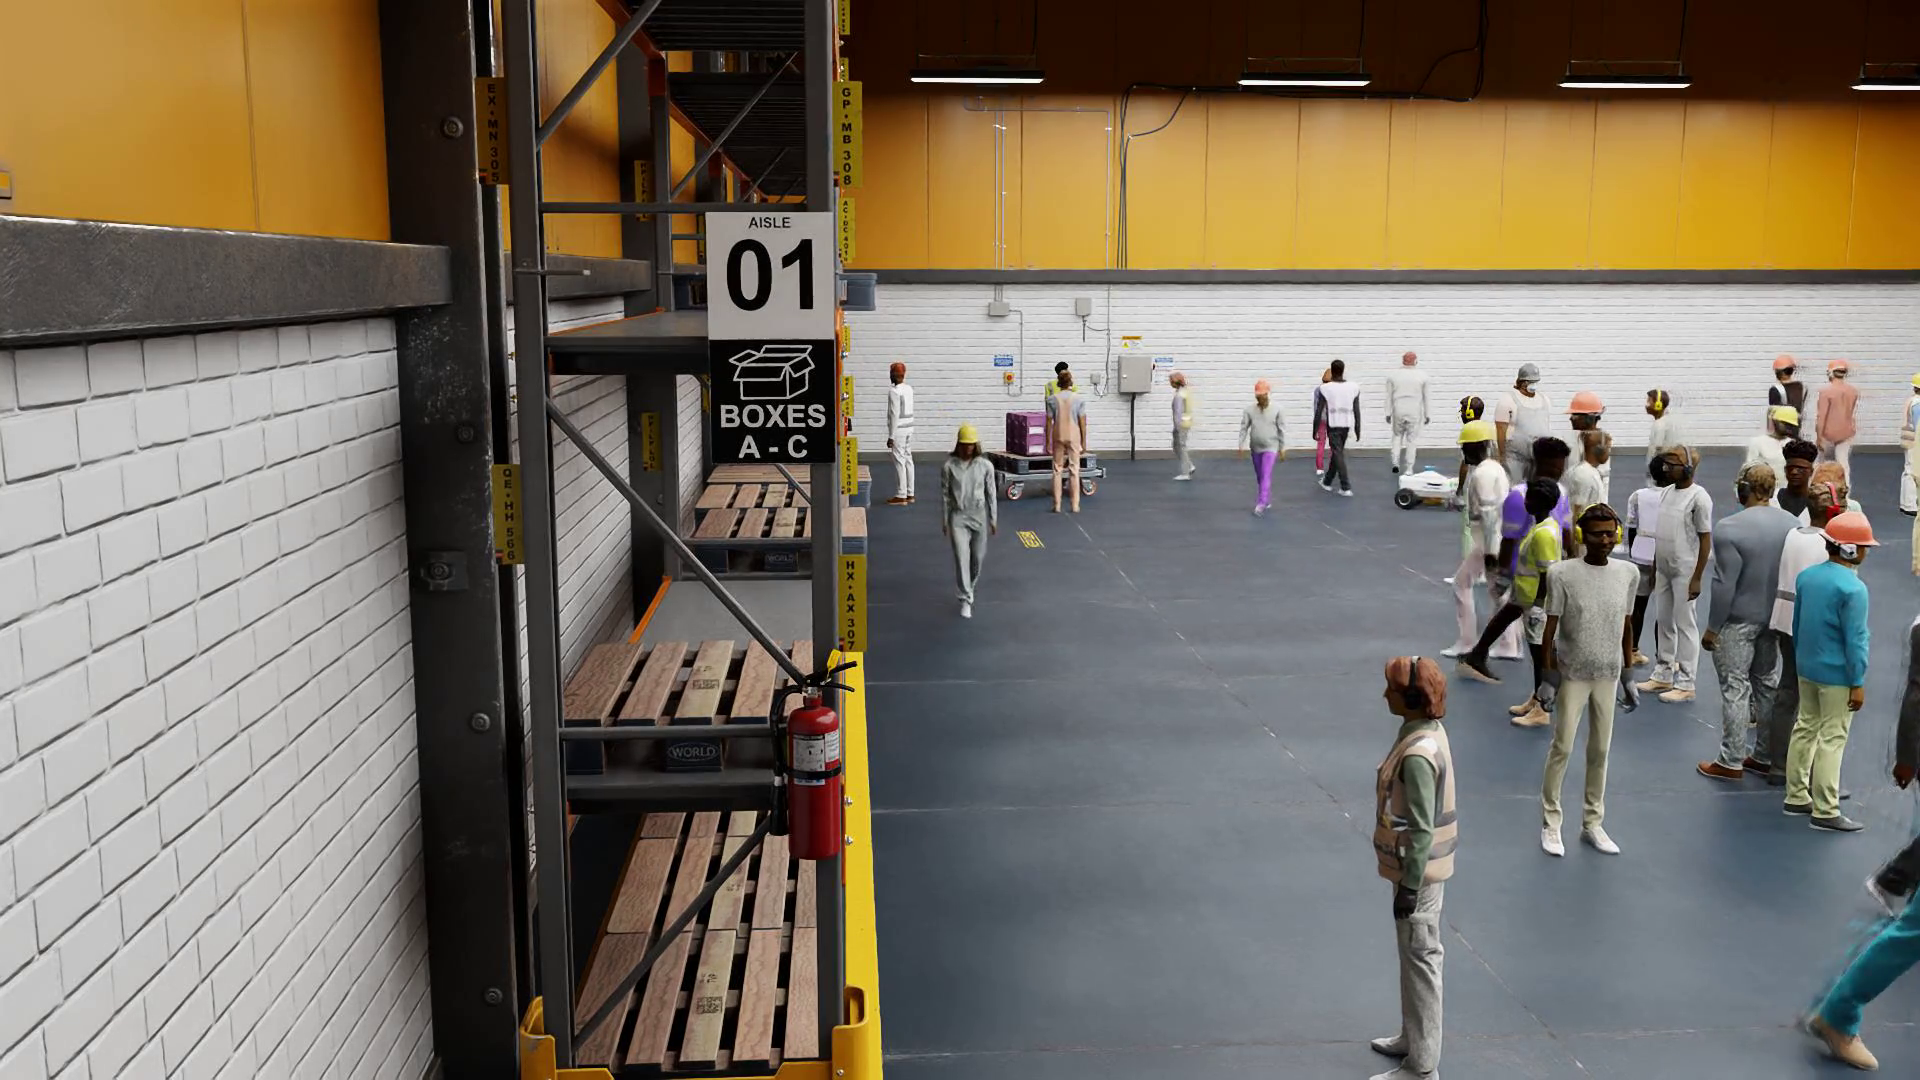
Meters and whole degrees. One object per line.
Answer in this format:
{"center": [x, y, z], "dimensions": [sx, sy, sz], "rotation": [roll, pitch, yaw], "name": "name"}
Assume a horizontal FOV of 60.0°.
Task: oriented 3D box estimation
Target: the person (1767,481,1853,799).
{"center": [4.956, 0.576, 9.705], "dimensions": [0.390, 1.848, 0.563], "rotation": [-2, 9, -10], "name": "person"}

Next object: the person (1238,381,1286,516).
{"center": [3.859, -1.189, 21.252], "dimensions": [0.582, 1.701, 0.912], "rotation": [5, 10, 30], "name": "person"}

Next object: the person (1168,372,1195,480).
{"center": [3.246, -1.674, 24.529], "dimensions": [0.373, 1.612, 0.585], "rotation": [3, 9, 18], "name": "person"}

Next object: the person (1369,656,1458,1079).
{"center": [1.693, 1.235, 6.215], "dimensions": [0.312, 1.639, 0.520], "rotation": [3, 9, 17], "name": "person"}

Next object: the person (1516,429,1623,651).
{"center": [5.002, -0.011, 13.563], "dimensions": [0.855, 1.809, 0.498], "rotation": [3, 10, 20], "name": "person"}

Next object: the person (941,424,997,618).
{"center": [0.074, -0.203, 15.043], "dimensions": [0.496, 1.718, 0.791], "rotation": [-1, 9, -6], "name": "person"}

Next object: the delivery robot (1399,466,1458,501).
{"center": [6.074, -0.715, 21.565], "dimensions": [0.707, 0.478, 0.477], "rotation": [5, 10, 30], "name": "delivery robot"}

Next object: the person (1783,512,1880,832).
{"center": [4.812, 0.711, 9.150], "dimensions": [0.342, 1.748, 0.573], "rotation": [-1, 9, -4], "name": "person"}

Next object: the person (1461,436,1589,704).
{"center": [4.101, 0.182, 12.046], "dimensions": [0.623, 1.913, 1.033], "rotation": [-9, 13, -44], "name": "person"}

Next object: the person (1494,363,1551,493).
{"center": [6.504, -1.014, 19.081], "dimensions": [0.683, 2.000, 0.537], "rotation": [-2, 9, -15], "name": "person"}

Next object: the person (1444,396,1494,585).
{"center": [5.018, -0.480, 16.312], "dimensions": [0.509, 1.860, 0.333], "rotation": [-8, 12, -41], "name": "person"}

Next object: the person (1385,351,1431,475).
{"center": [6.810, -1.923, 25.285], "dimensions": [0.660, 1.888, 0.567], "rotation": [4, 10, 24], "name": "person"}

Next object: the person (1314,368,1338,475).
{"center": [5.609, -1.793, 25.250], "dimensions": [0.499, 1.633, 0.286], "rotation": [7, 11, 36], "name": "person"}

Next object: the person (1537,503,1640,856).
{"center": [3.292, 0.726, 8.697], "dimensions": [0.535, 1.869, 0.312], "rotation": [-1, 9, -4], "name": "person"}

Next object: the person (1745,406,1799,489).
{"center": [8.071, -0.469, 16.566], "dimensions": [0.557, 1.741, 0.378], "rotation": [0, 9, 2], "name": "person"}

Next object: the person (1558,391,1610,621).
{"center": [5.352, -0.253, 14.298], "dimensions": [0.396, 2.044, 0.609], "rotation": [0, 9, 3], "name": "person"}

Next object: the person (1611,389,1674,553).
{"center": [7.558, -0.714, 17.902], "dimensions": [0.993, 1.826, 0.535], "rotation": [3, 10, 20], "name": "person"}

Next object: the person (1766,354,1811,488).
{"center": [10.710, -1.395, 21.533], "dimensions": [0.609, 2.022, 0.681], "rotation": [-3, 9, -17], "name": "person"}

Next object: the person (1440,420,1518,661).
{"center": [4.104, 0.008, 13.115], "dimensions": [0.717, 1.887, 0.612], "rotation": [5, 10, 28], "name": "person"}

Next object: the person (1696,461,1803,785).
{"center": [4.716, 0.492, 9.945], "dimensions": [0.637, 1.938, 0.355], "rotation": [-3, 10, -20], "name": "person"}

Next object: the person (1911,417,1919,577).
{"center": [9.881, -0.639, 16.729], "dimensions": [0.535, 2.000, 0.684], "rotation": [3, 9, 15], "name": "person"}

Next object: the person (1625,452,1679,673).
{"center": [5.349, 0.166, 12.742], "dimensions": [0.316, 1.698, 0.541], "rotation": [-5, 11, -31], "name": "person"}

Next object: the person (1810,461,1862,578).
{"center": [6.566, 0.210, 12.672], "dimensions": [0.507, 1.632, 0.268], "rotation": [7, 11, 36], "name": "person"}

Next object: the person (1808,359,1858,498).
{"center": [11.275, -1.372, 21.593], "dimensions": [0.615, 1.947, 0.896], "rotation": [-2, 9, -11], "name": "person"}

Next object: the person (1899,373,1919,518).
{"center": [12.011, -1.191, 20.833], "dimensions": [0.404, 1.837, 0.593], "rotation": [3, 10, 21], "name": "person"}

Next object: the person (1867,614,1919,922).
{"center": [4.453, 0.907, 7.500], "dimensions": [0.605, 1.889, 0.630], "rotation": [-6, 11, -32], "name": "person"}

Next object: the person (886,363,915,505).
{"center": [-0.791, -1.405, 22.026], "dimensions": [0.338, 1.882, 0.582], "rotation": [4, 10, 25], "name": "person"}

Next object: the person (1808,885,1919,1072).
{"center": [3.708, 1.178, 6.133], "dimensions": [0.561, 1.788, 0.999], "rotation": [-9, 13, -44], "name": "person"}

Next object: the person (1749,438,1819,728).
{"center": [5.492, 0.307, 11.014], "dimensions": [0.614, 1.965, 0.361], "rotation": [8, 12, 39], "name": "person"}

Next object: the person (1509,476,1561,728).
{"center": [3.886, 0.413, 11.199], "dimensions": [0.315, 1.695, 0.541], "rotation": [3, 9, 17], "name": "person"}

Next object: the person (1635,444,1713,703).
{"center": [5.104, 0.235, 11.852], "dimensions": [0.332, 1.844, 0.517], "rotation": [-2, 9, -13], "name": "person"}

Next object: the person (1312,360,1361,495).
{"center": [5.231, -1.570, 23.142], "dimensions": [0.606, 1.860, 1.026], "rotation": [-2, 9, -14], "name": "person"}

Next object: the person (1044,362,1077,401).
{"center": [1.583, -1.931, 25.922], "dimensions": [0.532, 1.696, 0.319], "rotation": [1, 9, 6], "name": "person"}

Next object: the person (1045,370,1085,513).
{"center": [1.344, -1.250, 21.229], "dimensions": [0.507, 1.836, 0.371], "rotation": [1, 9, 6], "name": "person"}
